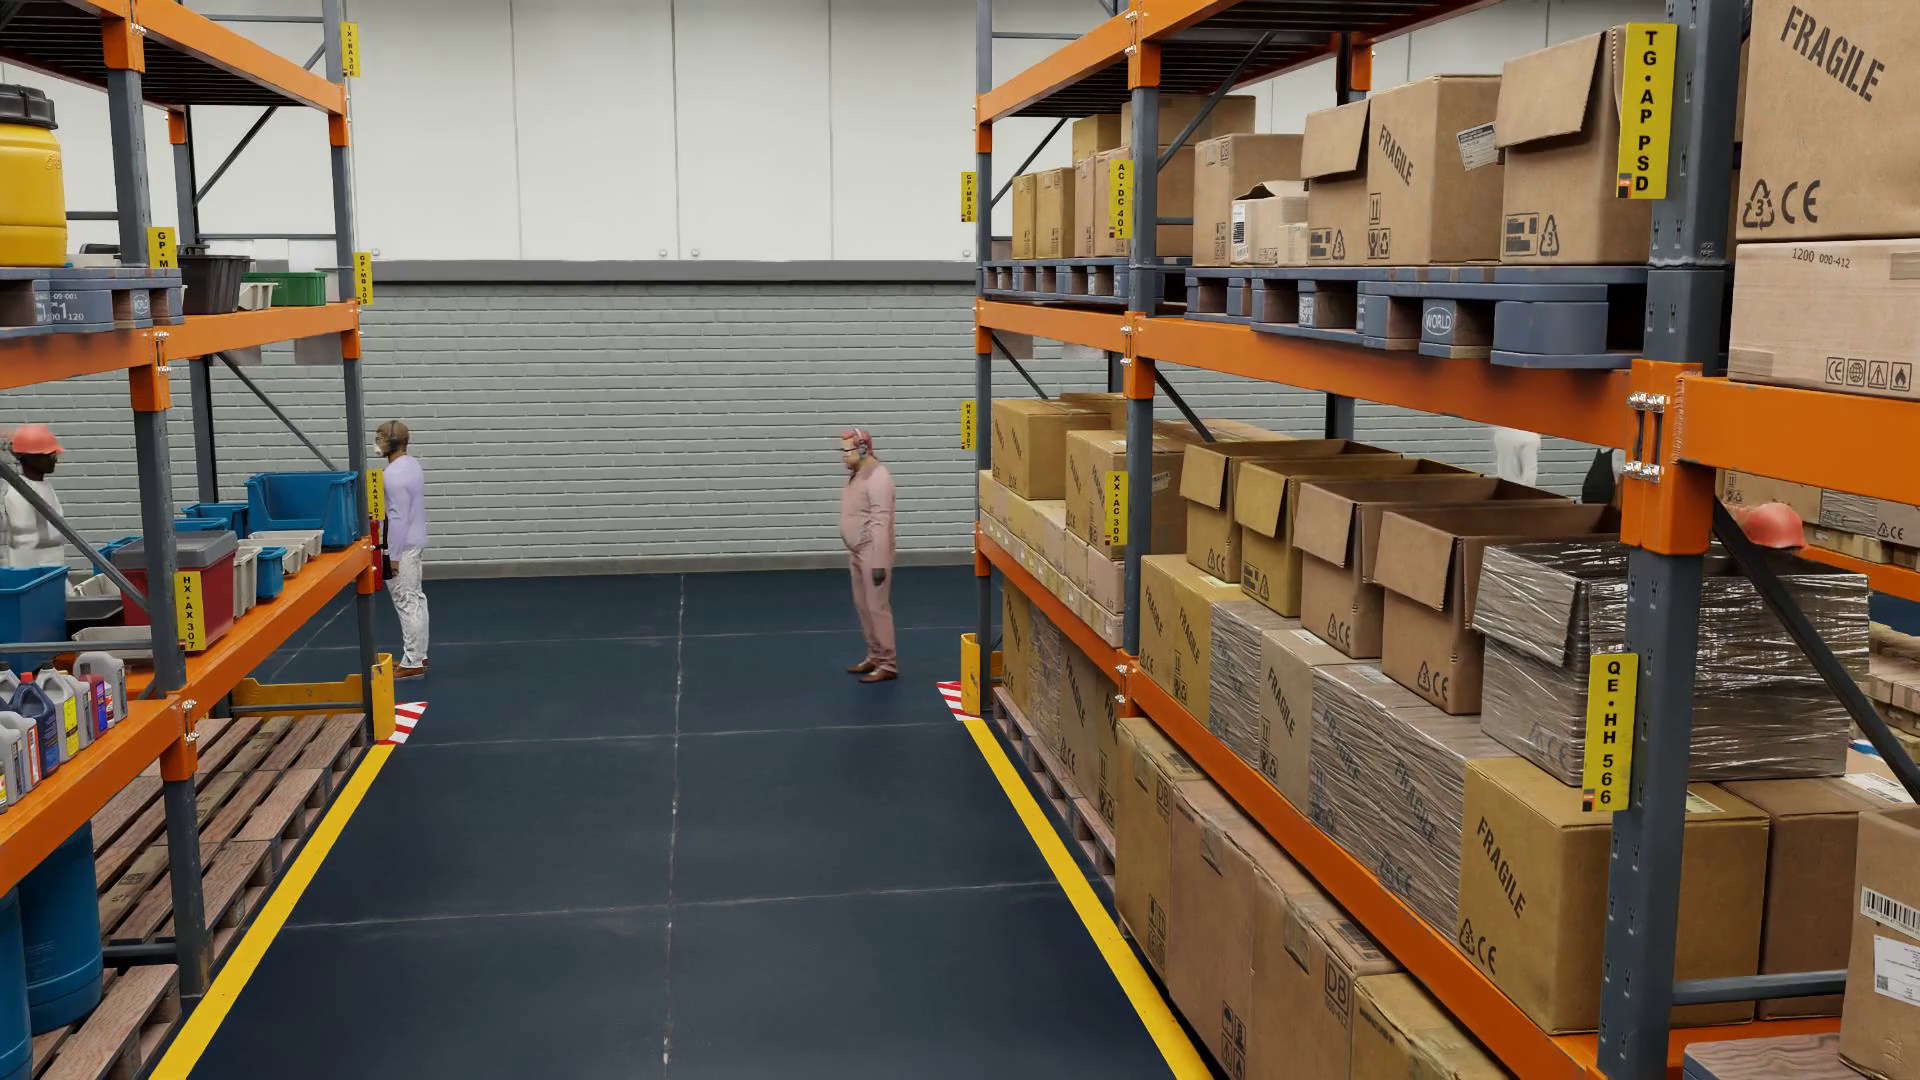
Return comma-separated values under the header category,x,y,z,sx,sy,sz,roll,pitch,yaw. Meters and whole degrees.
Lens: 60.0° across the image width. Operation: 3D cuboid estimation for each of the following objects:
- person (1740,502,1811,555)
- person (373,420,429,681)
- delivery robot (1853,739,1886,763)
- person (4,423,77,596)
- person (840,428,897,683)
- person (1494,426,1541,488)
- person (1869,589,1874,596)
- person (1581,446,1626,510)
category,x,y,z,sx,sy,sz,roll,pitch,yaw
person,3.677,0.809,7.686,0.634,1.983,1.068,-3,10,-18
person,-4.151,0.073,12.359,0.362,1.938,0.636,-1,9,-7
delivery robot,4.756,1.297,8.779,0.477,0.478,0.707,-1,9,-7
person,-6.118,0.236,11.083,0.466,2.027,0.617,-1,9,-8
person,-0.687,0.112,12.296,0.399,1.887,0.660,-4,10,-23
person,5.245,-0.403,15.338,0.757,1.919,0.660,-2,10,-15
person,8.492,-0.478,15.576,0.369,1.996,0.622,6,11,32
person,5.581,-0.292,14.298,1.016,2.000,0.695,0,9,2
